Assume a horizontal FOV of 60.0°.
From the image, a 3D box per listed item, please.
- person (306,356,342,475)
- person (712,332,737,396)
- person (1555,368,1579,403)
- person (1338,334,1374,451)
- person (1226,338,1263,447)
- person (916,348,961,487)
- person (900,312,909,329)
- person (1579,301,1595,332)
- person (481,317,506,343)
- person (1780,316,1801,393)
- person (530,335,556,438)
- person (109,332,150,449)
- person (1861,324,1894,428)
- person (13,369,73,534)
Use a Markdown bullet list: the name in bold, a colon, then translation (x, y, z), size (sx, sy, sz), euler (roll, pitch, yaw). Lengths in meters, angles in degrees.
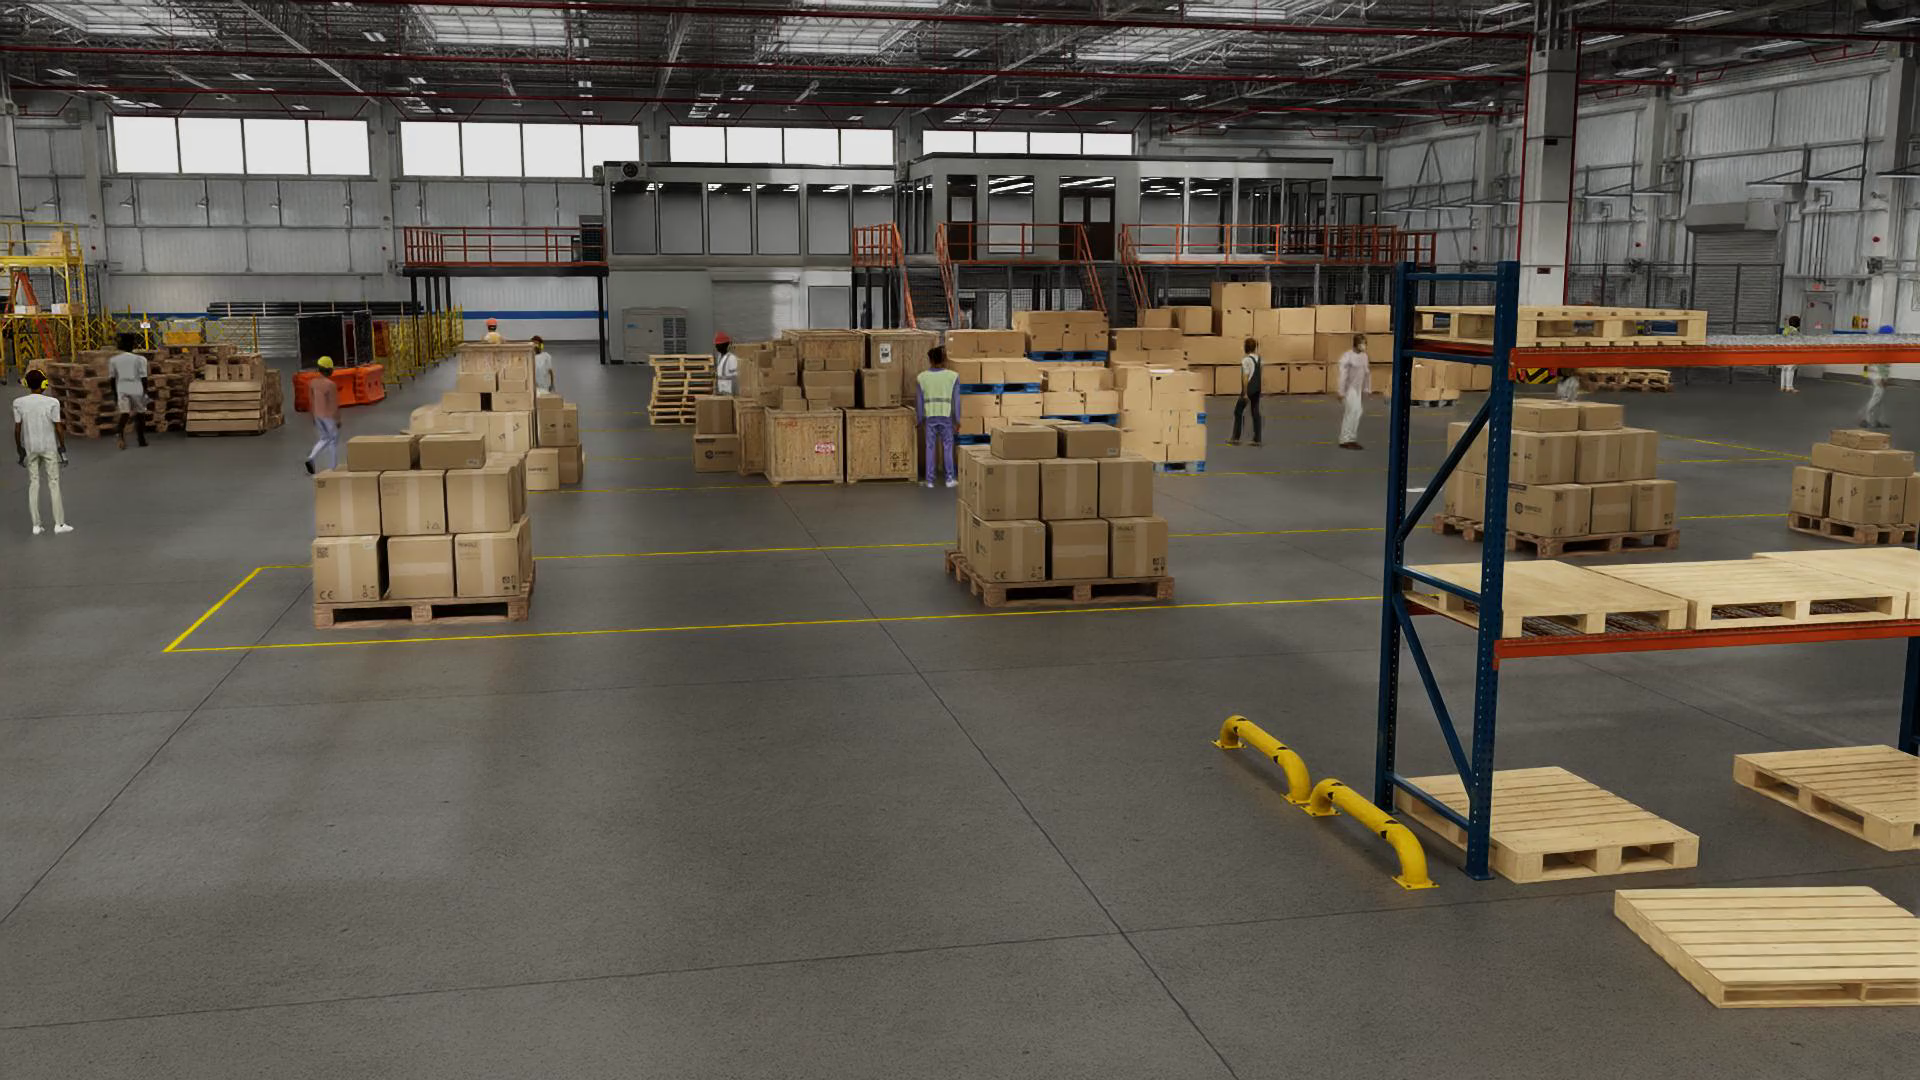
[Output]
- **person**: translation (-9.071, -1.750, 23.716), size (0.538, 1.748, 0.491), euler (5, 10, 27)
- **person**: translation (-3.924, -2.490, 27.713), size (0.546, 1.920, 0.549), euler (-4, 10, -25)
- **person**: translation (8.698, -1.760, 23.856), size (0.421, 1.727, 0.499), euler (-1, 9, -8)
- **person**: translation (6.536, -2.421, 27.311), size (0.695, 1.912, 0.627), euler (8, 13, 42)
- **person**: translation (4.819, -2.487, 28.022), size (0.519, 1.816, 0.793), euler (-7, 11, -36)
- **person**: translation (-0.299, -1.663, 22.750), size (0.629, 1.906, 0.385), euler (0, 9, 0)
- **person**: translation (-1.466, -5.183, 44.448), size (0.986, 1.823, 0.625), euler (0, 9, 0)
- **person**: translation (18.985, -6.264, 50.544), size (0.625, 1.980, 0.651), euler (-6, 11, -33)
- **person**: translation (-9.955, -3.775, 35.502), size (0.550, 1.935, 0.375), euler (-6, 11, -34)
- **person**: translation (19.949, -4.447, 39.888), size (0.429, 1.842, 0.637), euler (1, 9, 4)
- **person**: translation (-7.350, -2.698, 29.266), size (0.549, 1.840, 0.734), euler (2, 9, 11)
- **person**: translation (-13.662, -2.437, 27.341), size (0.611, 1.943, 0.805), euler (-1, 9, -7)
- **person**: translation (17.208, -3.050, 31.082), size (0.404, 1.951, 0.616), euler (5, 11, 28)
- **person**: translation (-10.358, -0.989, 18.755), size (0.526, 1.860, 0.315), euler (-2, 9, -10)
